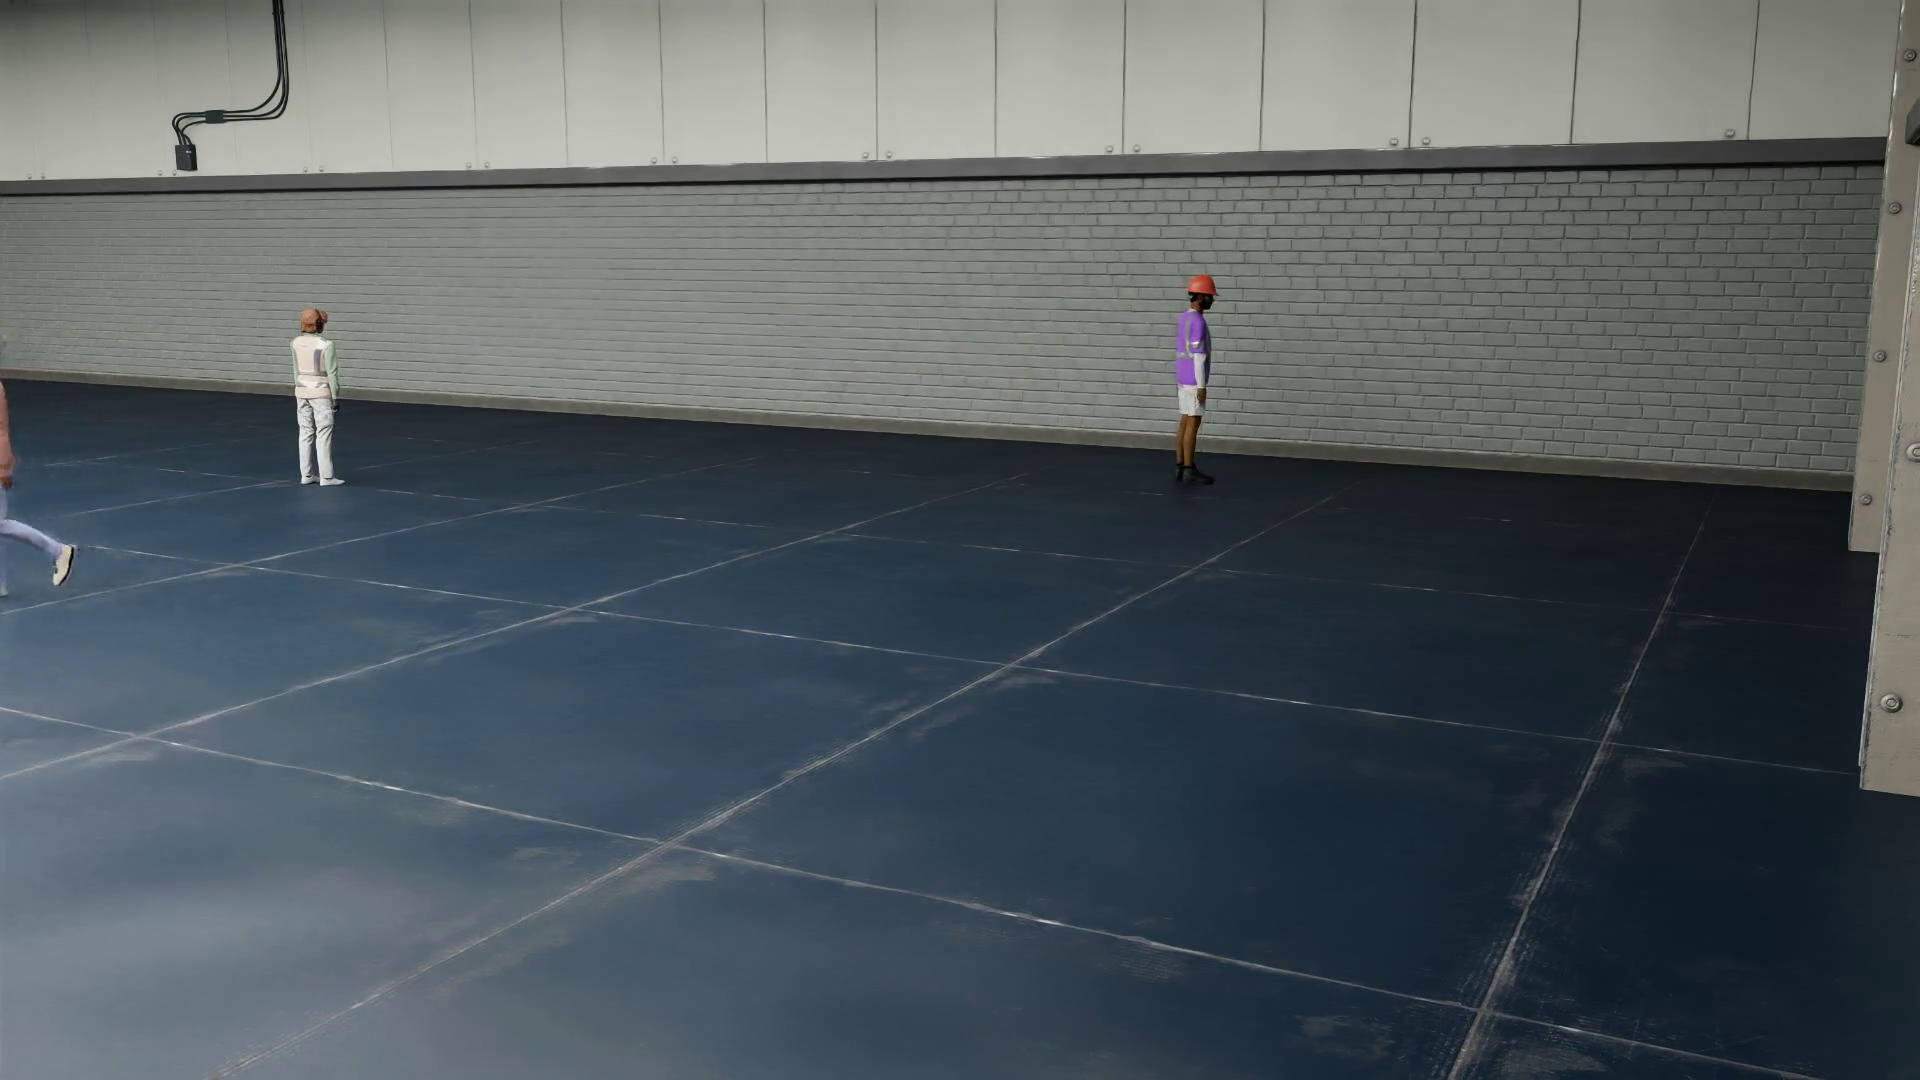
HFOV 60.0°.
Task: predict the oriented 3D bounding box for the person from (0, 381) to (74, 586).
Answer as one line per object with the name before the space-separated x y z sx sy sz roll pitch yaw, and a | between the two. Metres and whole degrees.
person | -6.055 -0.482 10.481 0.529 1.748 0.598 9 14 41

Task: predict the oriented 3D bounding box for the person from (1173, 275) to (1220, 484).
person | 2.202 -1.487 15.443 0.377 1.932 0.552 -1 10 -7

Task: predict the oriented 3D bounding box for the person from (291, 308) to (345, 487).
person | -5.912 -1.304 15.281 0.509 1.629 0.316 4 11 22
